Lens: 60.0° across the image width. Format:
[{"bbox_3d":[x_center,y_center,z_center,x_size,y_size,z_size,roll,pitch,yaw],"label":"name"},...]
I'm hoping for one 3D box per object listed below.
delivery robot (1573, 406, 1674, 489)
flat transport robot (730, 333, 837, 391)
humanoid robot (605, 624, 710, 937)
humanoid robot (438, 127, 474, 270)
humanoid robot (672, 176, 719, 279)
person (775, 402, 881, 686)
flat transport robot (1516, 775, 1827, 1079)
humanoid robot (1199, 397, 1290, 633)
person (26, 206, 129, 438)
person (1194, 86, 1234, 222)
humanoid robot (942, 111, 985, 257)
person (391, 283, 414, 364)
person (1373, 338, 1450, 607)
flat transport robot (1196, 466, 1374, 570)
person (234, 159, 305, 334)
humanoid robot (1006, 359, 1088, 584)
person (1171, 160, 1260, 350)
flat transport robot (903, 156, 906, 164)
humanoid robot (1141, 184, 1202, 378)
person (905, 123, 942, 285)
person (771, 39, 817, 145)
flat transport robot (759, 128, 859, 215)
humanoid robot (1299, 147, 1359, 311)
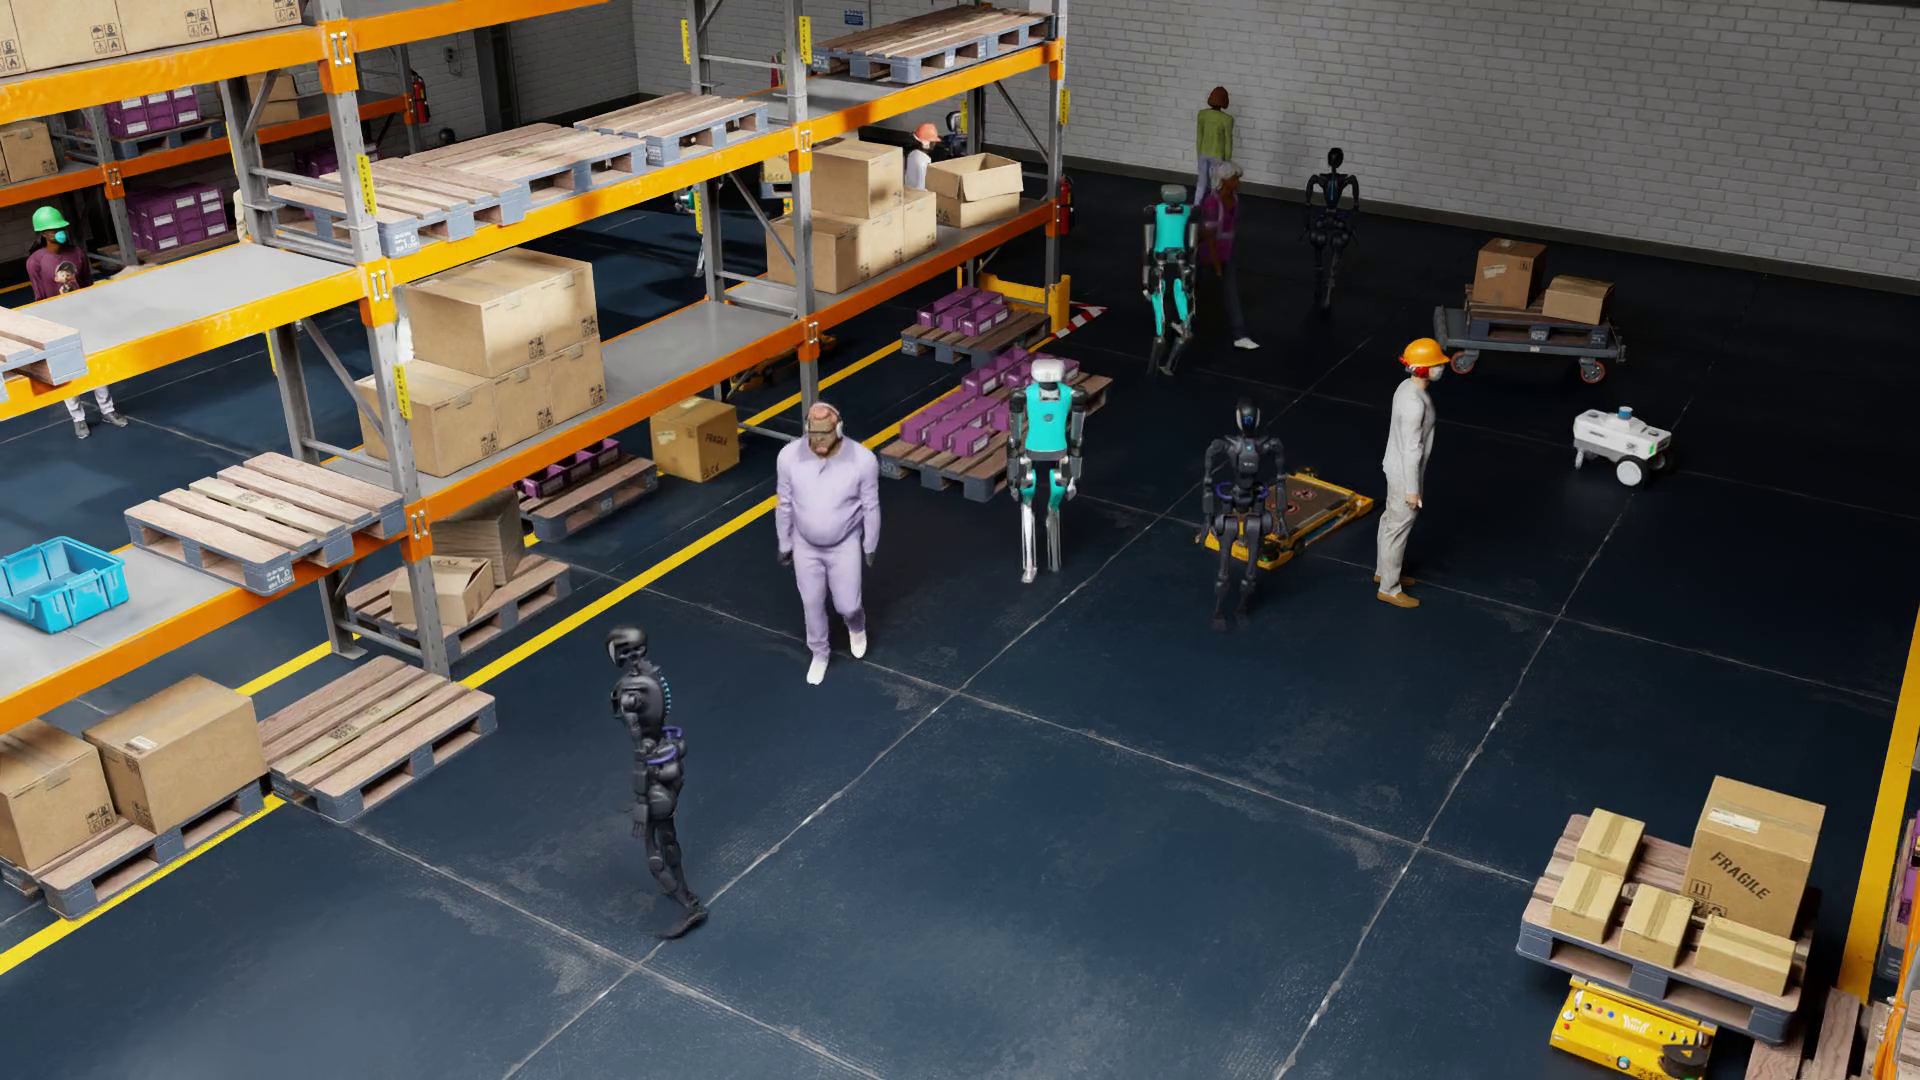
[{"bbox_3d":[5.342,-0.760,13.401,0.524,0.614,0.786,-23,35,-37],"label":"delivery robot"},{"bbox_3d":[-1.849,-1.755,15.655,0.659,0.231,1.431,16,31,29],"label":"flat transport robot"},{"bbox_3d":[-1.497,1.176,8.326,0.447,1.634,0.619,-1,27,-1],"label":"humanoid robot"},{"bbox_3d":[-5.347,-3.546,17.655,0.588,1.632,0.671,-2,27,-5],"label":"humanoid robot"},{"bbox_3d":[-2.800,-3.804,18.118,0.528,1.774,1.011,4,27,8],"label":"humanoid robot"},{"bbox_3d":[-0.824,0.014,10.385,0.647,1.893,0.475,4,27,8],"label":"person"},{"bbox_3d":[3.393,2.085,8.089,0.659,0.231,1.431,16,31,28],"label":"flat transport robot"},{"bbox_3d":[1.886,-0.166,10.975,0.601,1.651,0.326,0,27,-1],"label":"humanoid robot"},{"bbox_3d":[-7.469,-1.846,13.975,0.417,1.955,0.493,21,34,35],"label":"person"},{"bbox_3d":[2.985,-4.515,19.595,0.492,1.624,0.281,21,33,35],"label":"person"},{"bbox_3d":[-0.025,-3.887,18.334,0.614,1.639,0.596,-19,32,-32],"label":"humanoid robot"},{"bbox_3d":[-5.208,-2.375,15.074,0.487,1.904,0.669,-16,31,-28],"label":"person"},{"bbox_3d":[3.054,-0.467,11.321,0.351,1.898,0.561,4,27,9],"label":"person"},{"bbox_3d":[2.468,-0.179,12.550,0.659,0.231,1.431,23,35,38],"label":"flat transport robot"},{"bbox_3d":[-6.741,-2.888,16.247,0.558,1.751,0.324,-7,28,-14],"label":"person"},{"bbox_3d":[0.563,-0.487,11.573,0.534,1.811,0.781,-2,27,-3],"label":"humanoid robot"},{"bbox_3d":[2.465,-2.733,15.899,0.530,1.797,0.987,-22,34,-37],"label":"person"},{"bbox_3d":[-1.284,-4.908,21.868,0.659,0.231,1.431,10,28,18],"label":"flat transport robot"},{"bbox_3d":[1.936,-2.250,15.034,0.545,1.808,0.768,-3,27,-6],"label":"humanoid robot"},{"bbox_3d":[-0.379,-3.521,17.515,0.377,1.733,0.567,-8,28,-16],"label":"person"},{"bbox_3d":[-2.139,-5.678,21.650,0.624,1.844,0.429,-4,27,-8],"label":"person"},{"bbox_3d":[-1.866,-4.294,20.659,0.659,0.231,1.431,-3,27,-5],"label":"flat transport robot"},{"bbox_3d":[3.771,-3.184,16.977,0.600,1.633,0.782,6,28,12],"label":"humanoid robot"}]
